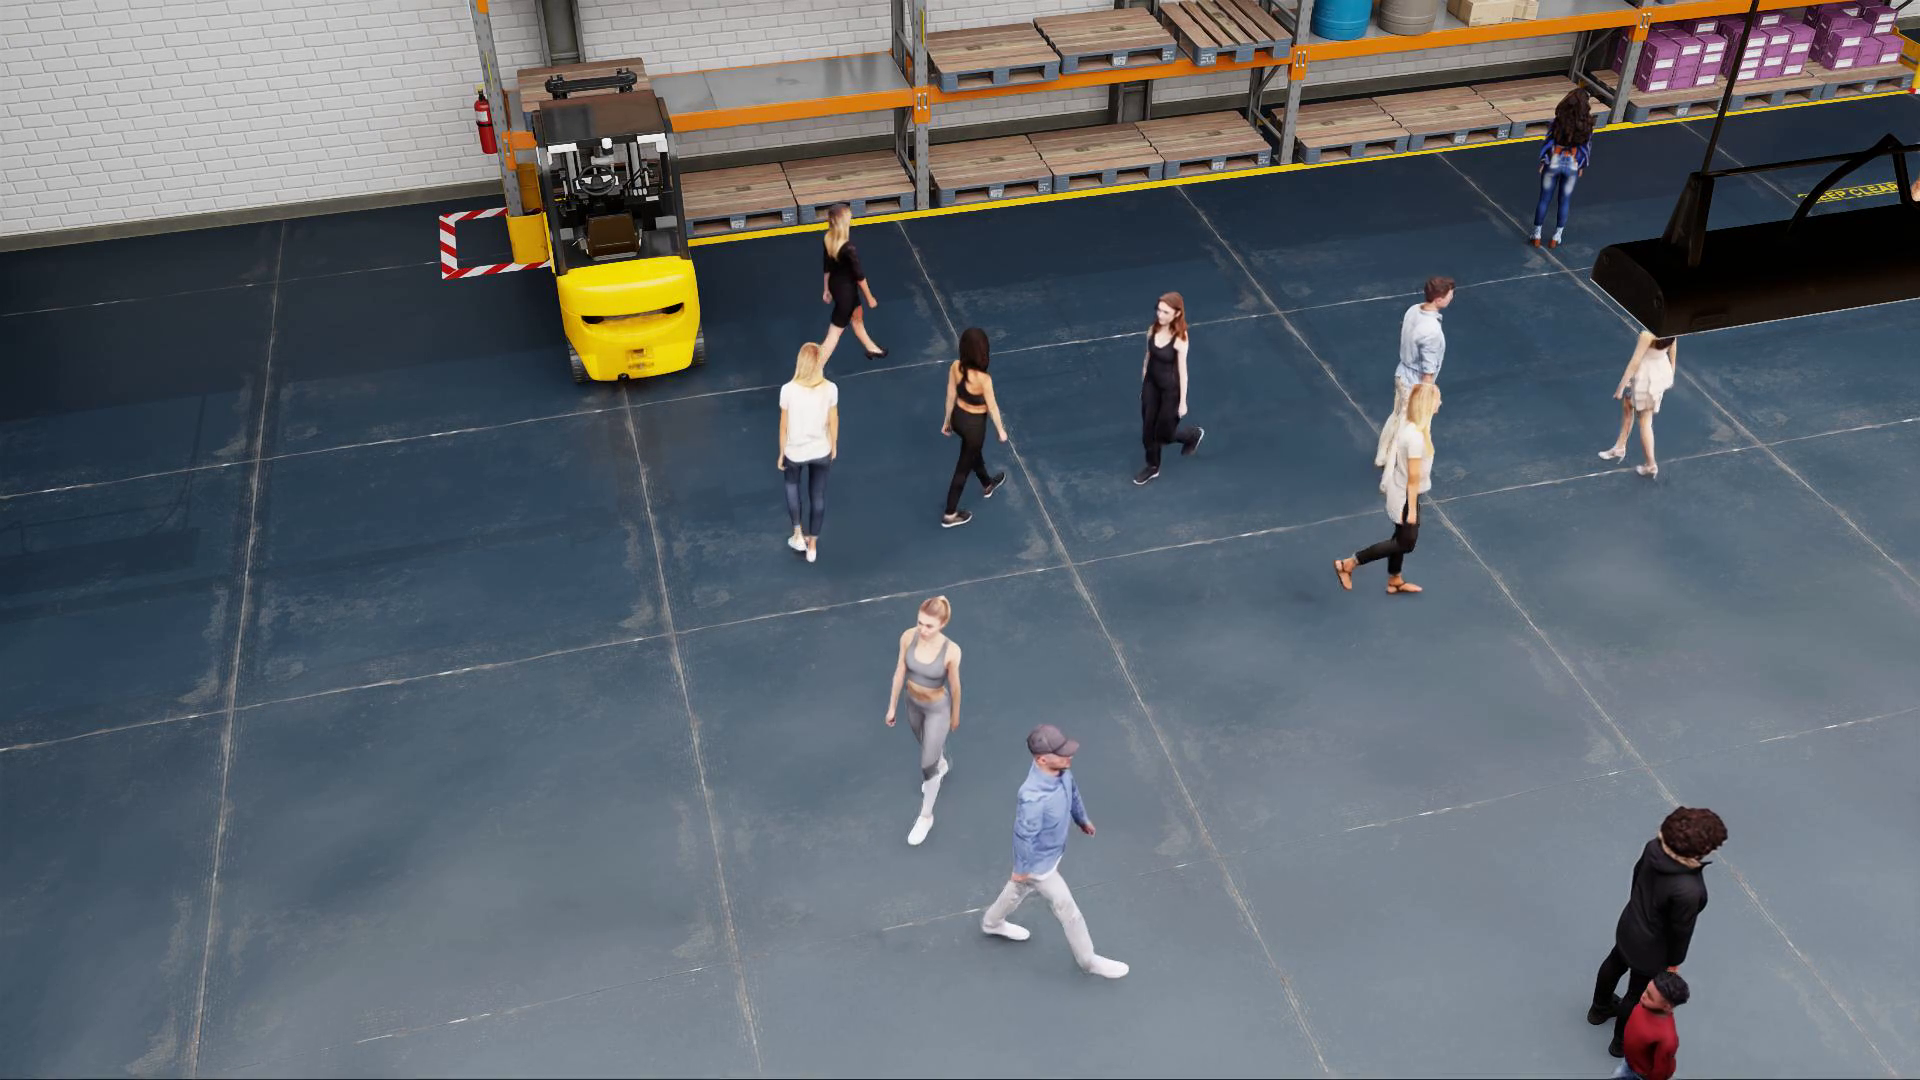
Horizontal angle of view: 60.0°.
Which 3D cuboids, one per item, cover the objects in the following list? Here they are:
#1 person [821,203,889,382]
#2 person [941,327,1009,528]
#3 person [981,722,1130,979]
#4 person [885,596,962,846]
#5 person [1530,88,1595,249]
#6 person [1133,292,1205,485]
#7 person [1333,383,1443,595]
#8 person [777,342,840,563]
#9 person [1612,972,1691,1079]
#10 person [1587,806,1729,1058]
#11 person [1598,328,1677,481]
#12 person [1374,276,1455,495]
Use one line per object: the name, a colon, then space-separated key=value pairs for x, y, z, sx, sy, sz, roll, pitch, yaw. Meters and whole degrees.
person: x=-1.042 y=-1.998 z=13.959 sx=1.128 sy=1.625 sz=0.776 roll=-22 pitch=43 yaw=-25
person: x=0.002 y=-0.803 z=12.475 sx=1.053 sy=1.610 sz=0.854 roll=-27 pitch=46 yaw=-30
person: x=0.382 y=1.675 z=9.188 sx=1.232 sy=1.839 sz=1.027 roll=9 pitch=40 yaw=12
person: x=-0.177 y=0.986 z=10.175 sx=0.921 sy=1.685 sz=0.979 roll=19 pitch=42 yaw=22
person: x=5.765 y=-3.566 z=15.931 sx=0.653 sy=1.615 sz=0.754 roll=11 pitch=40 yaw=13
person: x=1.658 y=-1.199 z=12.880 sx=0.962 sy=1.723 sz=0.787 roll=-26 pitch=46 yaw=-29
person: x=3.036 y=-0.310 z=11.694 sx=0.999 sy=1.814 sz=0.801 roll=3 pitch=39 yaw=4
person: x=-1.073 y=-0.563 z=12.028 sx=0.545 sy=1.793 sz=0.704 roll=-8 pitch=39 yaw=-10
person: x=3.556 y=2.647 z=8.454 sx=0.784 sy=1.237 sz=0.632 roll=-1 pitch=39 yaw=-1
person: x=3.647 y=2.057 z=8.758 sx=0.613 sy=1.779 sz=0.645 roll=-5 pitch=39 yaw=-7
person: x=5.410 y=-1.183 z=12.882 sx=0.771 sy=1.696 sz=0.819 roll=-20 pitch=43 yaw=-24
person: x=3.476 y=-1.207 z=12.797 sx=0.629 sy=1.840 sz=0.719 roll=-4 pitch=39 yaw=-4
